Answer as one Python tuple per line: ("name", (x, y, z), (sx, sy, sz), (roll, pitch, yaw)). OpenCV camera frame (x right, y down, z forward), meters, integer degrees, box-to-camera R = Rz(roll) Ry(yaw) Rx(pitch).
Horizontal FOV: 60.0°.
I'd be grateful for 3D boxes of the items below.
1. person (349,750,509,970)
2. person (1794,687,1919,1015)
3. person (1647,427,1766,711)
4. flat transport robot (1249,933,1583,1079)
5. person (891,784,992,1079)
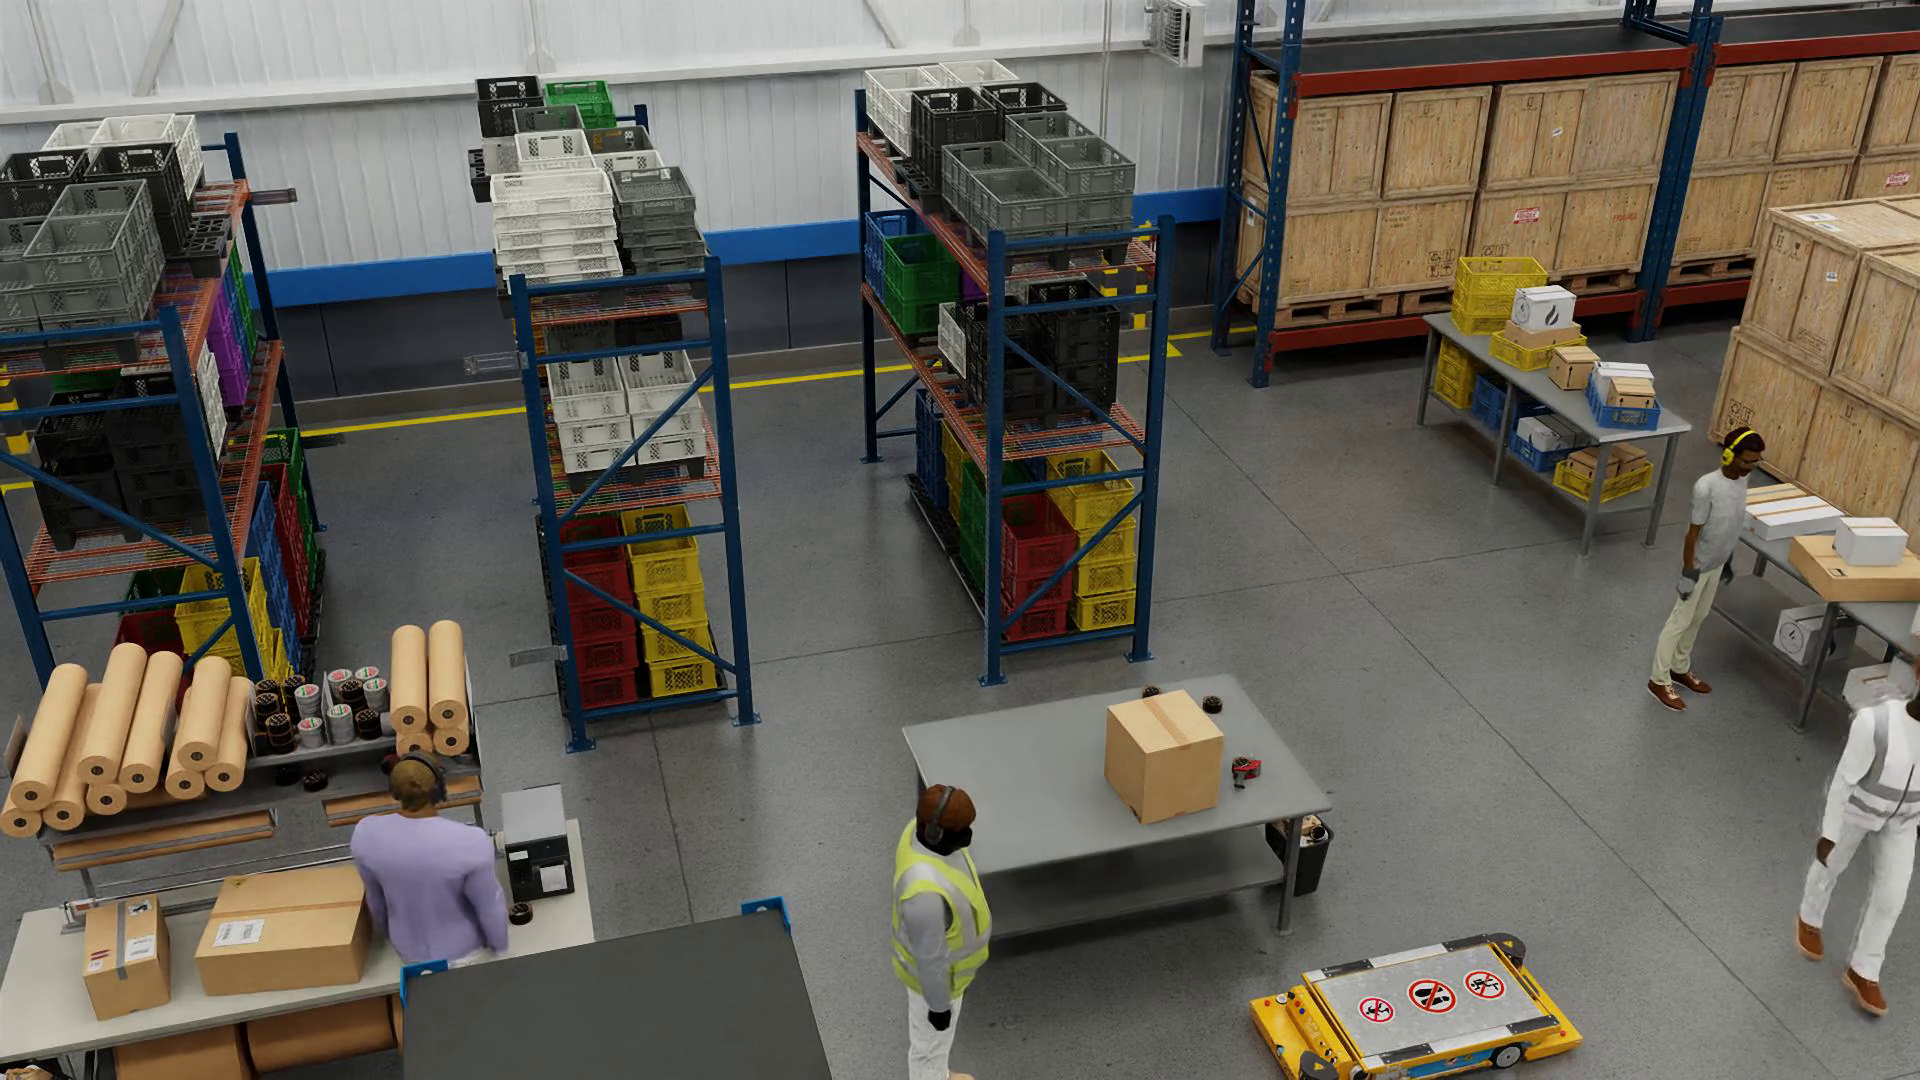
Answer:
("person", (-2.258, 1.746, 7.252), (0.630, 1.929, 0.371), (4, 29, 8))
("person", (4.422, 1.396, 7.968), (0.635, 1.847, 0.836), (3, 29, 6))
("person", (4.597, 0.159, 10.203), (0.517, 1.865, 0.328), (-20, 34, -32))
("flat transport robot", (2.184, 2.282, 7.980), (1.431, 0.197, 0.652), (-8, 30, -14))
("person", (-0.078, 1.827, 7.195), (0.430, 1.838, 0.619), (0, 29, 0))
